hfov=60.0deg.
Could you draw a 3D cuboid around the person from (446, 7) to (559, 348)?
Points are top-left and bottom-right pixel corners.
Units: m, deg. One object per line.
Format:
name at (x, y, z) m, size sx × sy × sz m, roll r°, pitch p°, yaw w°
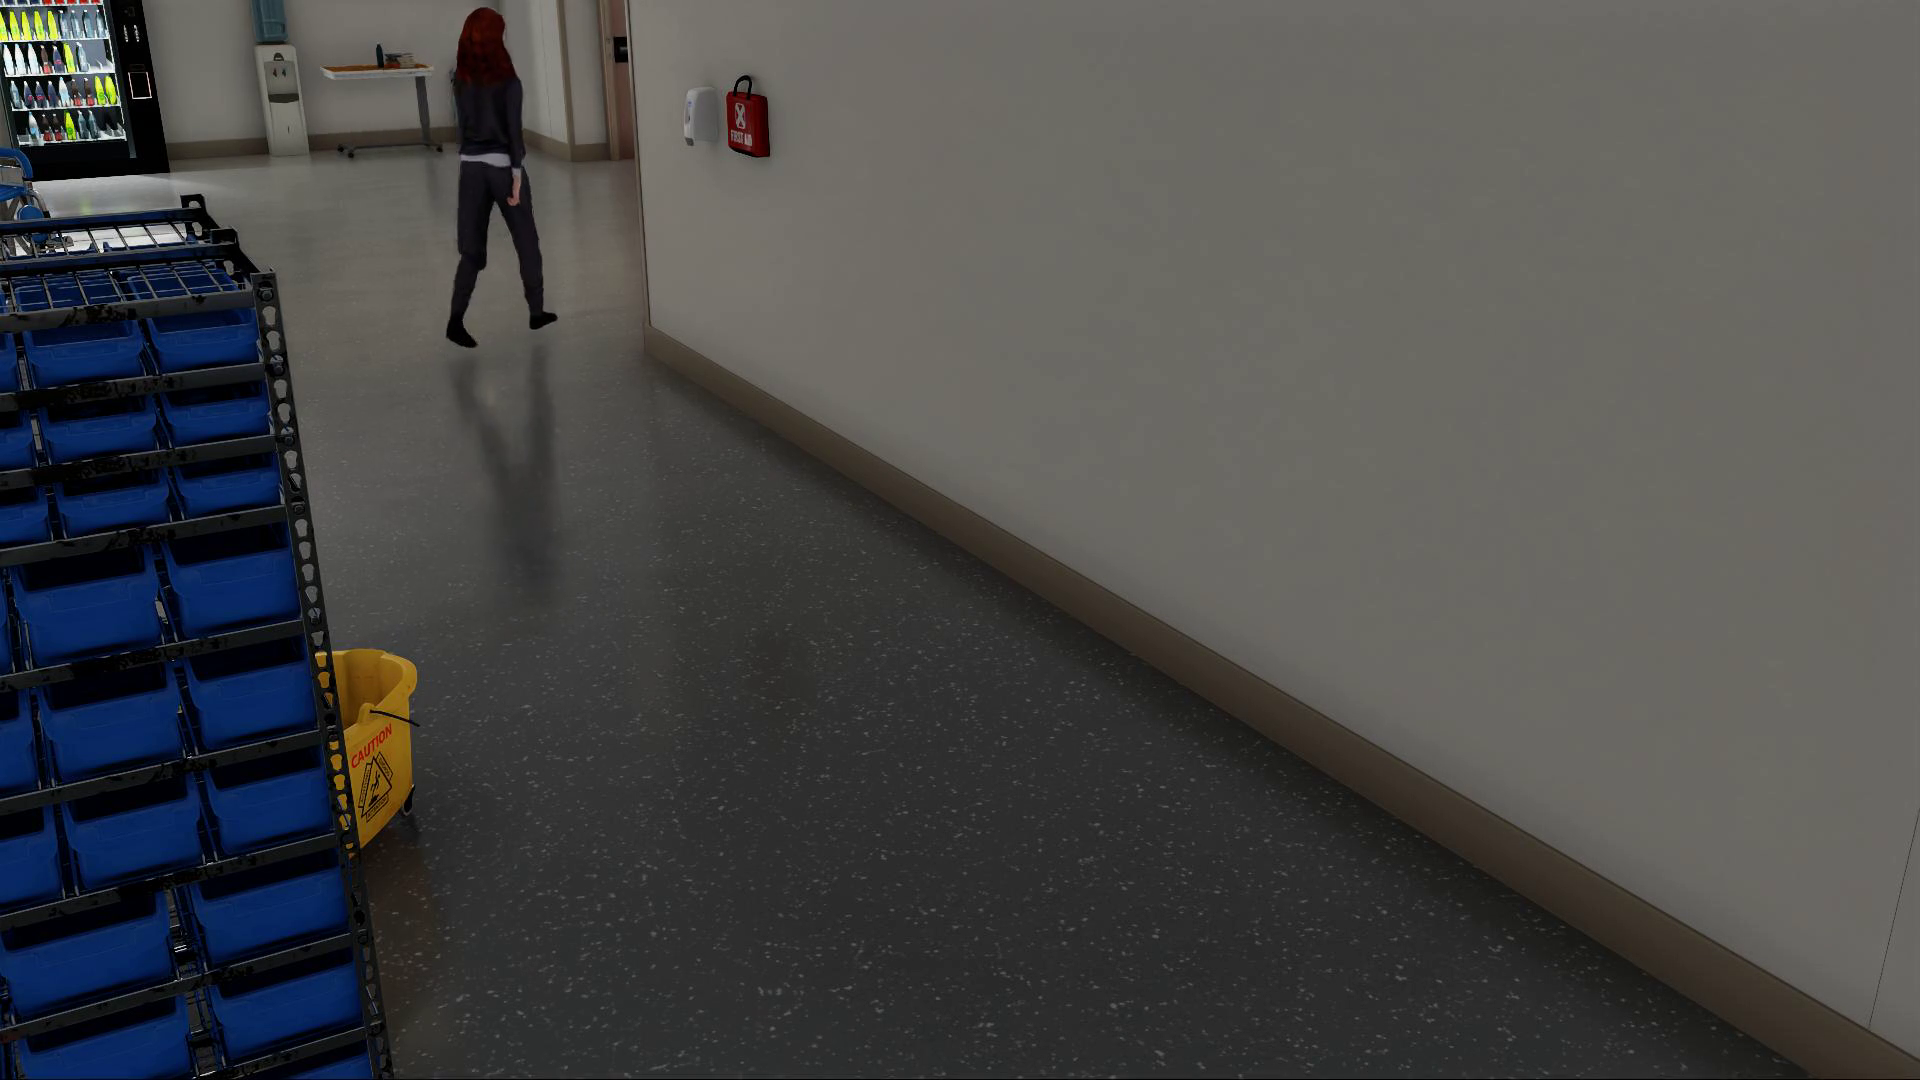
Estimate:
person at (-2.523, -1.858, 8.785) m, size 1.105 × 1.735 × 1.143 m, roll 4°, pitch 21°, yaw 12°
